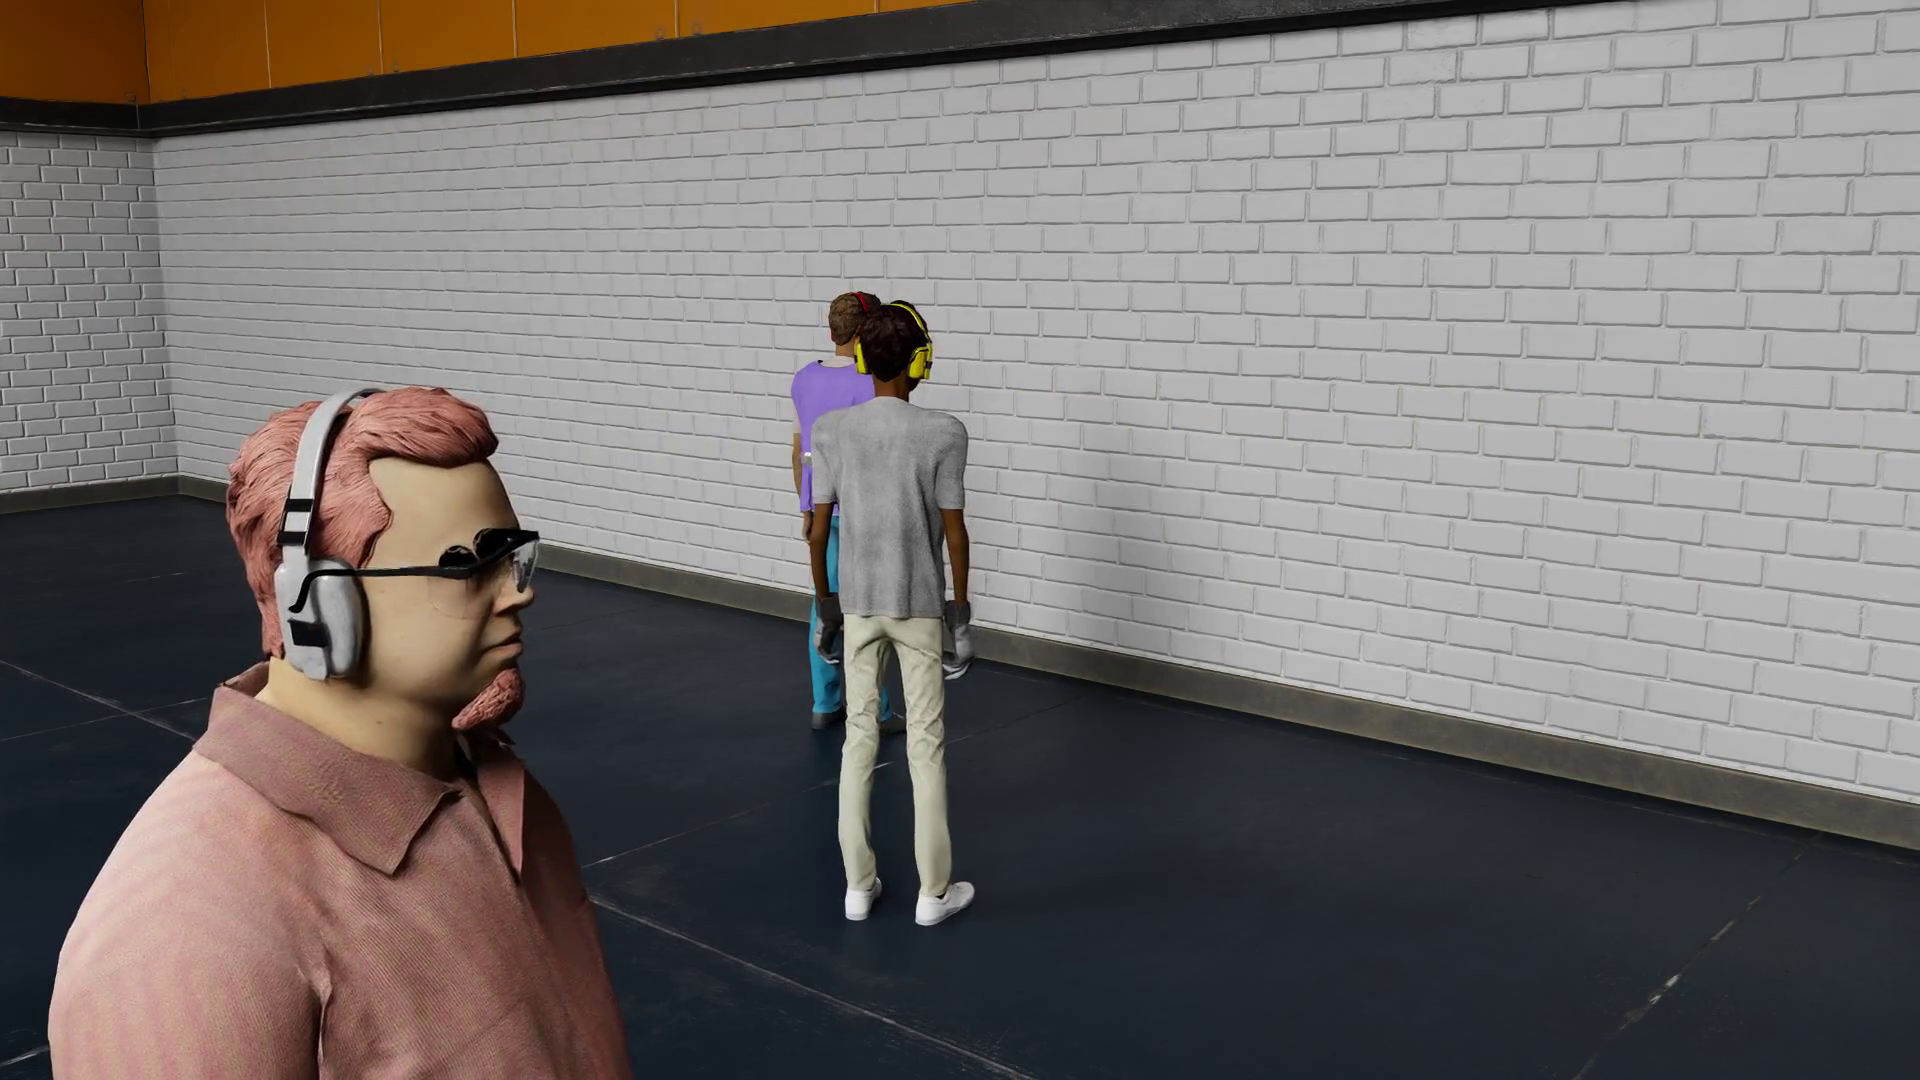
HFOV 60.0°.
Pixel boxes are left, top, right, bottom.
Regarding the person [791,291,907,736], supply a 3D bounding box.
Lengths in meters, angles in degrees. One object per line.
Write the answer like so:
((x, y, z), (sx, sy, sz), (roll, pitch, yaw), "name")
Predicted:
((-0.453, -0.098, 6.891), (0.570, 1.845, 0.381), (7, 12, 36), "person")

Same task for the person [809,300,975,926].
((-0.202, 0.225, 4.990), (0.513, 1.871, 0.329), (3, 10, 16), "person")

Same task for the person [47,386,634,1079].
((-0.473, 0.816, 1.516), (0.407, 1.910, 0.638), (0, 10, 2), "person")
